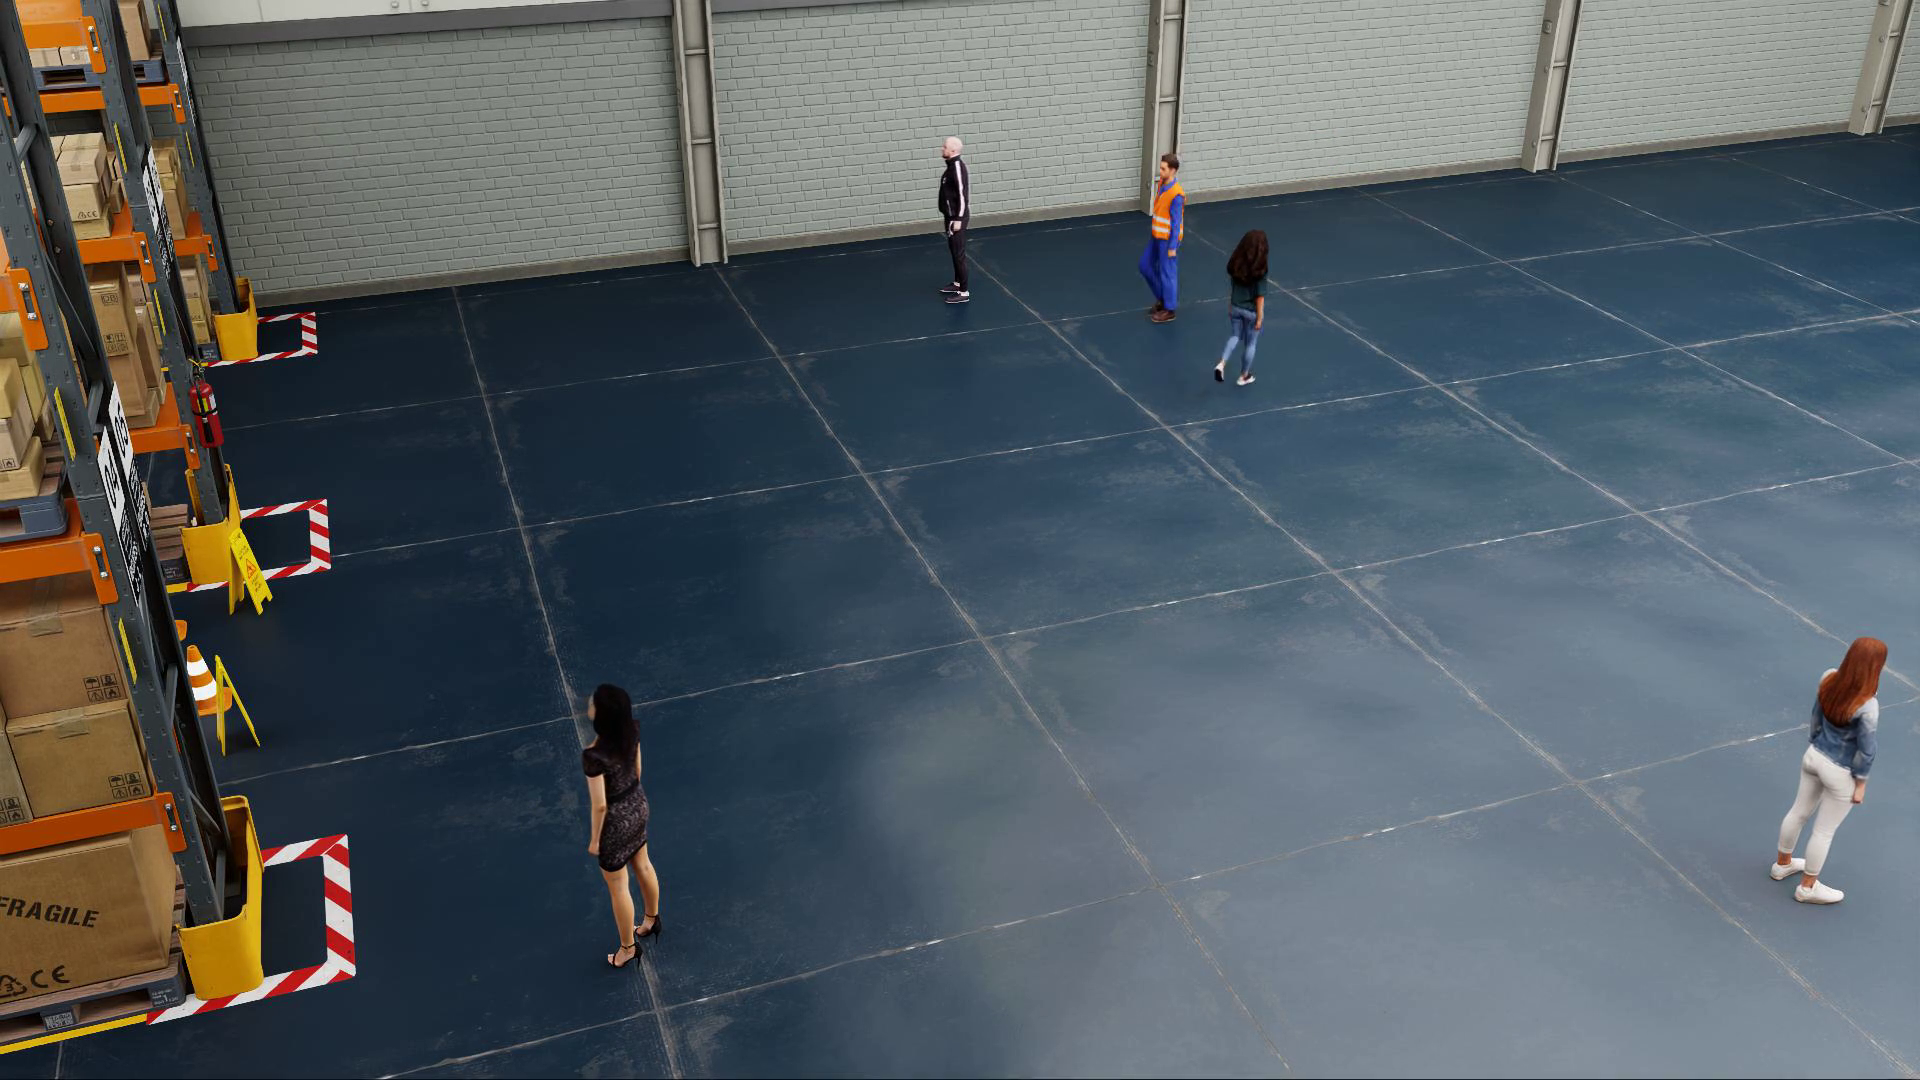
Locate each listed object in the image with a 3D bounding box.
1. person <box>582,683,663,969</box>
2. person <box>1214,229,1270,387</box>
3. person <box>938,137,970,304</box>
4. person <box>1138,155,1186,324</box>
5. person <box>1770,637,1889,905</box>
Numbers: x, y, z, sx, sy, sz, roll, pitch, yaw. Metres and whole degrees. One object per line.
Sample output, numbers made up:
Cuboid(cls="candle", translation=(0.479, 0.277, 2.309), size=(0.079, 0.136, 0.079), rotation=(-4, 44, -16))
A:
Cuboid(cls="person", translation=(-1.830, 1.534, 8.975), size=(0.701, 1.789, 0.644), rotation=(12, 30, 21))
Cuboid(cls="person", translation=(2.747, -2.233, 16.243), size=(0.921, 1.606, 0.783), rotation=(-24, 36, -38))
Cuboid(cls="person", translation=(-0.041, -3.573, 18.517), size=(0.649, 1.835, 0.729), rotation=(-4, 28, -7))
Cuboid(cls="person", translation=(2.292, -3.235, 17.867), size=(0.648, 1.848, 0.707), rotation=(-10, 30, -17))
Cuboid(cls="person", translation=(4.975, 1.302, 9.505), size=(0.551, 1.702, 0.634), rotation=(-6, 29, -11))
